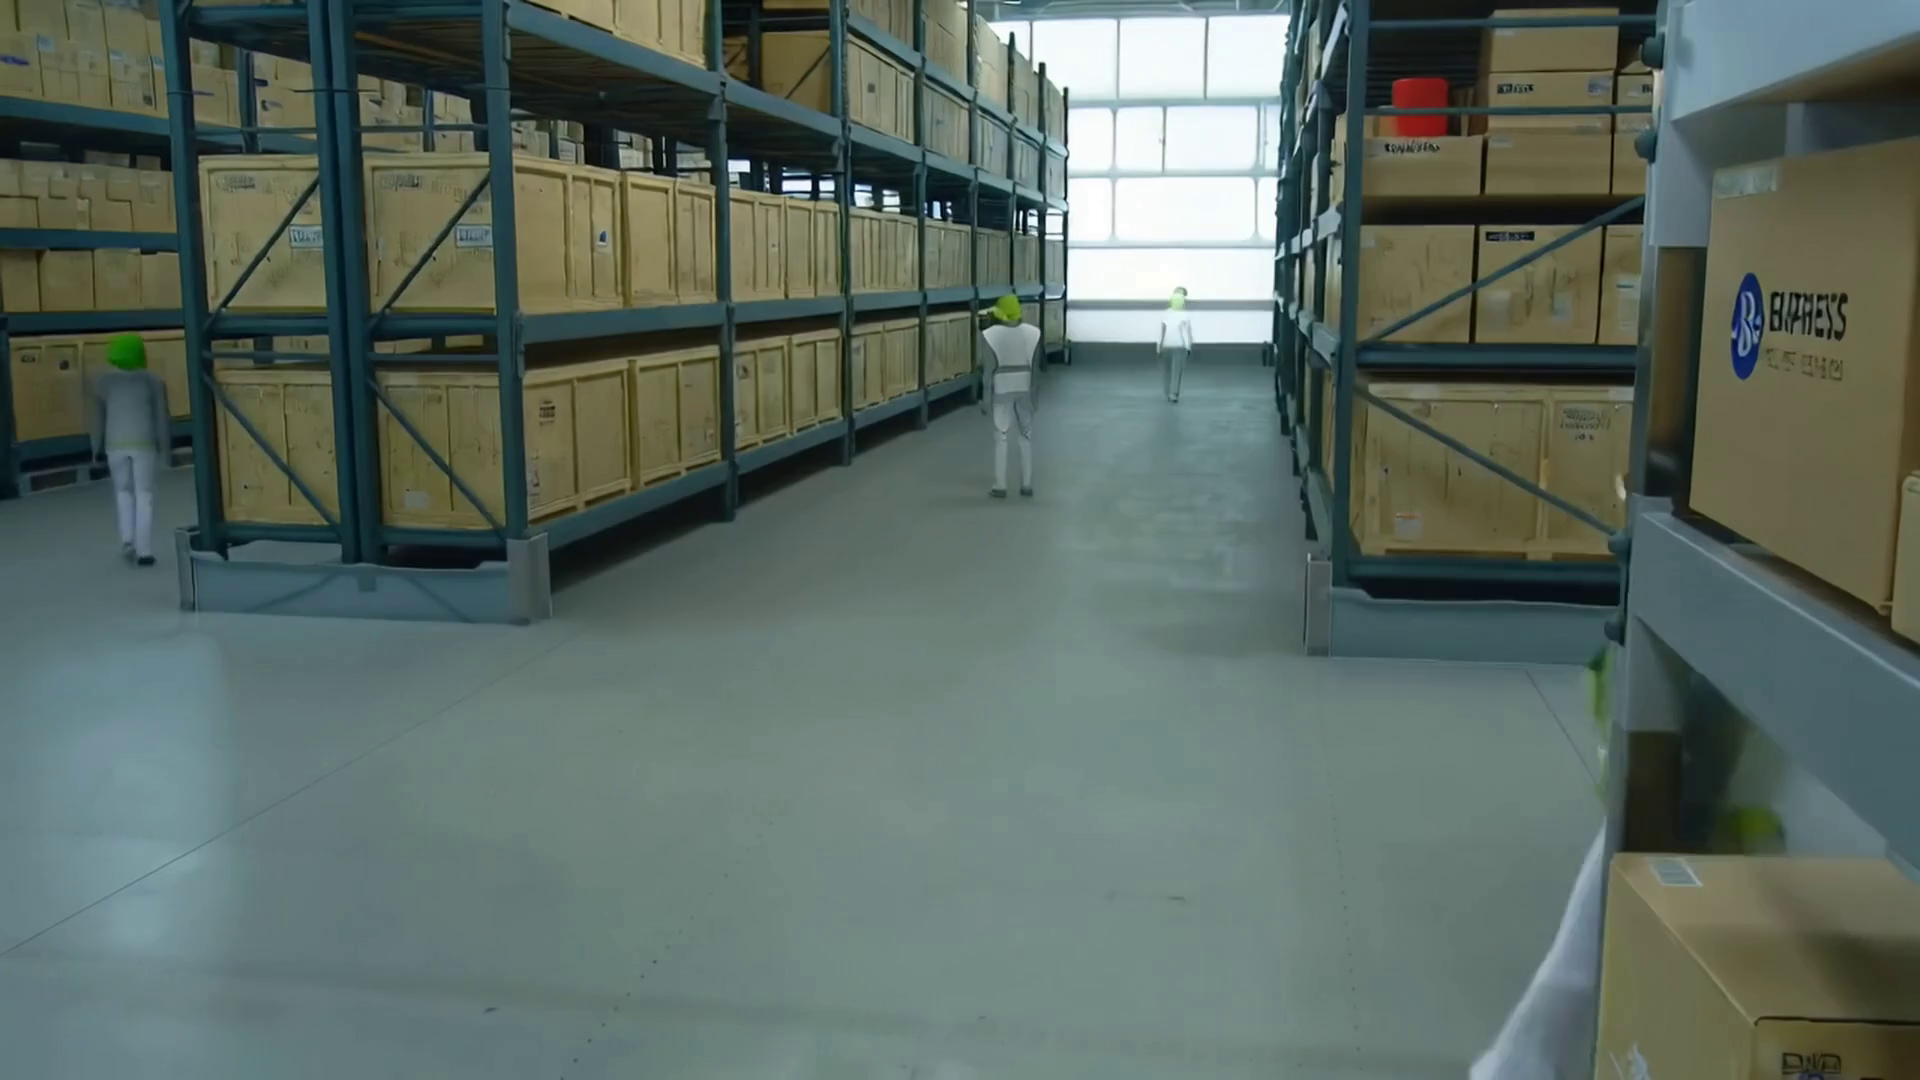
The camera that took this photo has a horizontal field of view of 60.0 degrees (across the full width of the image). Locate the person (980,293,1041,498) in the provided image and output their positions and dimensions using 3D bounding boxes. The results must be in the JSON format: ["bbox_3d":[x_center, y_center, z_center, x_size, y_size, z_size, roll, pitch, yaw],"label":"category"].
[{"bbox_3d":[0.458,-1.288,14.903,0.564,1.838,0.388,-3,10,-19],"label":"person"}]

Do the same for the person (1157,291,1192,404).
[{"bbox_3d":[3.333,-2.992,25.842,0.533,1.720,0.927,2,9,13],"label":"person"}]

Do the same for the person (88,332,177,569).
[{"bbox_3d":[-5.660,-0.616,11.421,0.523,1.614,0.517,-2,9,-12],"label":"person"}]

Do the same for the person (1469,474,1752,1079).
[{"bbox_3d":[1.410,0.645,3.607,0.820,1.603,0.524,0,9,2],"label":"person"}]

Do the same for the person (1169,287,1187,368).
[{"bbox_3d":[4.613,-4.528,35.426,0.610,1.709,0.599,-2,9,-13],"label":"person"}]
